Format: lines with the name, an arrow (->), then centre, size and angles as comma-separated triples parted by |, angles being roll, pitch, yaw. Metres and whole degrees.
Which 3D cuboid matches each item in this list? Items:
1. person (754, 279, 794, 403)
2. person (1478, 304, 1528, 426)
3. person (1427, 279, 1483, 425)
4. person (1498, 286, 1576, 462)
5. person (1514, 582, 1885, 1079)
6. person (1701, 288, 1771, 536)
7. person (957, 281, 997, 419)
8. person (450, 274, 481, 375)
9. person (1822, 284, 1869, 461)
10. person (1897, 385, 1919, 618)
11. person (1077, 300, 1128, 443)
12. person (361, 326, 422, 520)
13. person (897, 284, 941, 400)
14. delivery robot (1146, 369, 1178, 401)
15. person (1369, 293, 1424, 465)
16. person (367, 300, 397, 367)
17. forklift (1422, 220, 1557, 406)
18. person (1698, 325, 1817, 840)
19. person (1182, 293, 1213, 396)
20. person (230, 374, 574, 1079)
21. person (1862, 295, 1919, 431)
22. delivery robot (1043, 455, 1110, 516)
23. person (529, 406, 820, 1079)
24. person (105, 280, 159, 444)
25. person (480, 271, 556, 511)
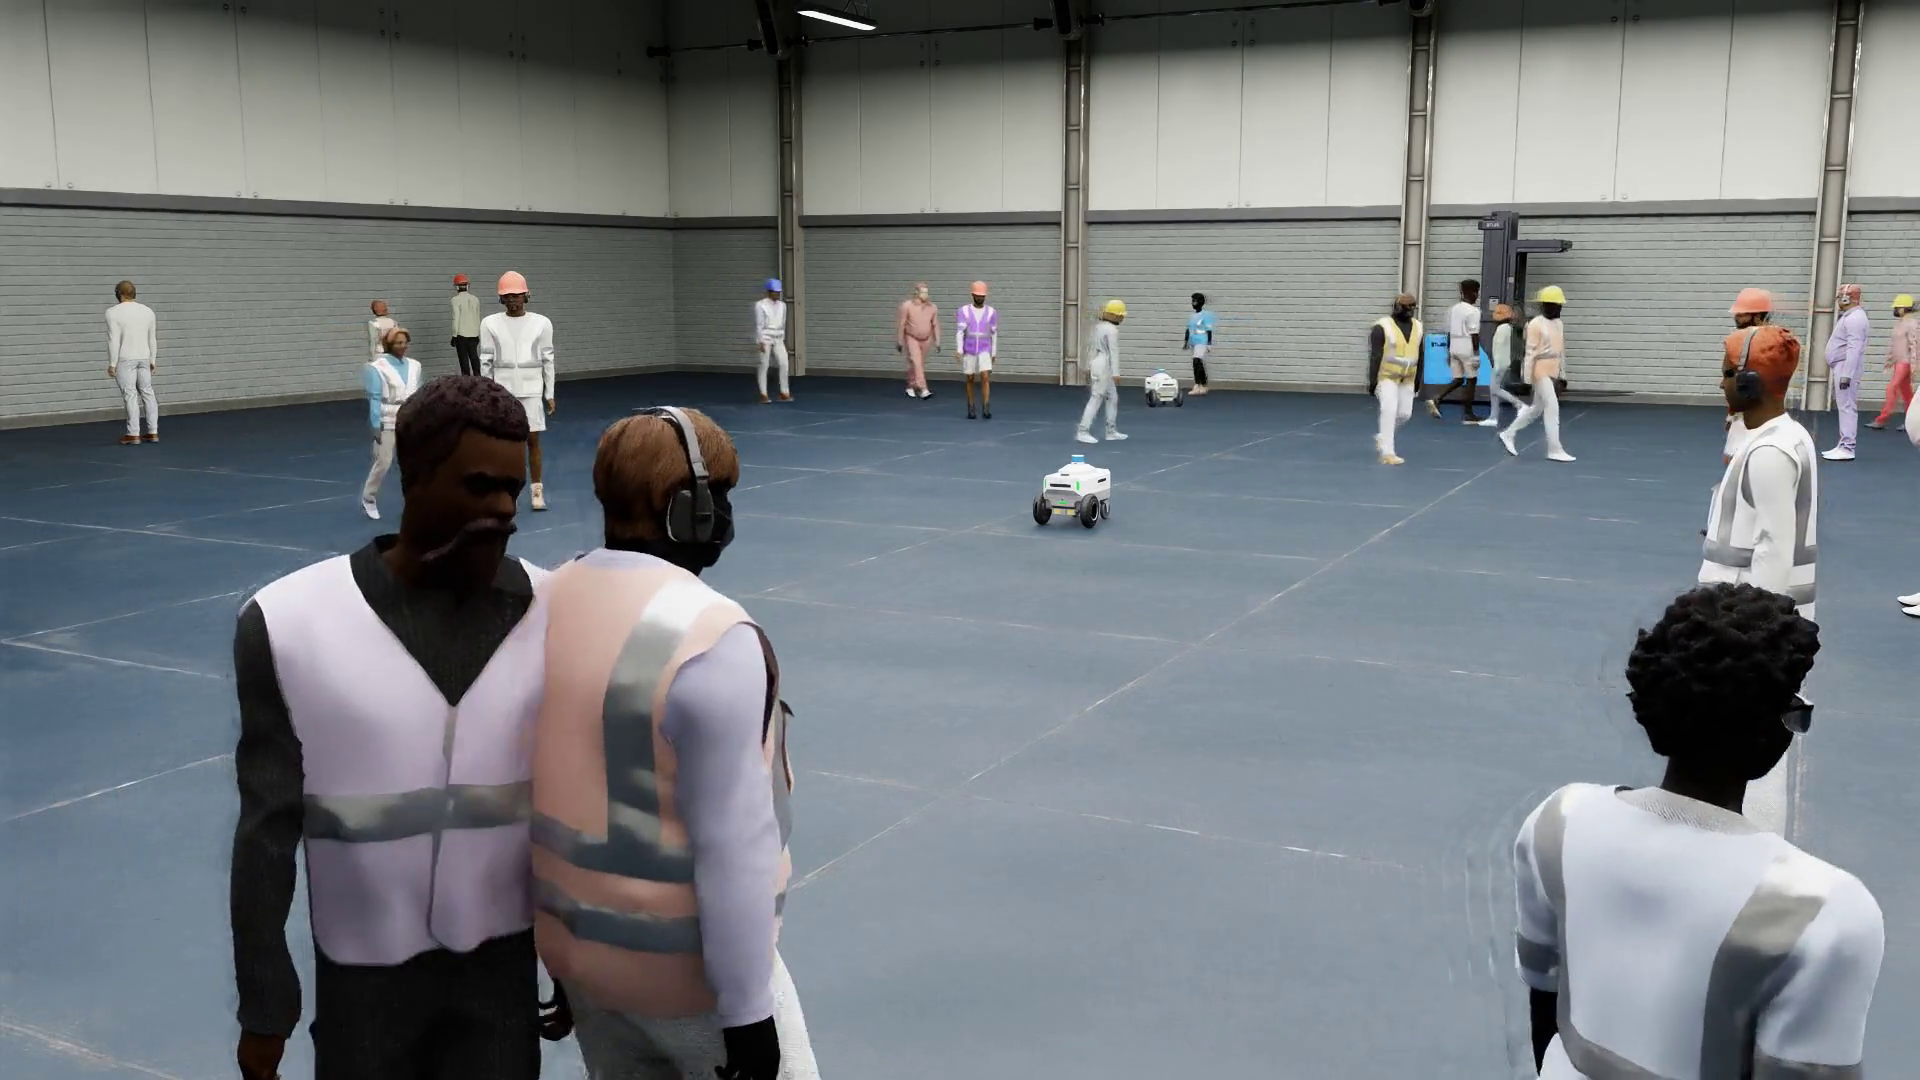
person -> -2.860, -3.053, 25.629 | 0.616, 1.915, 0.797 | -7, 12, -38
person -> 7.180, -2.300, 21.923 | 0.543, 1.614, 0.507 | 4, 10, 22
person -> 6.702, -2.521, 22.252 | 0.679, 1.944, 0.622 | -3, 10, -18
person -> 6.331, -1.831, 18.178 | 0.909, 1.897, 0.592 | 9, 13, 44
person -> 0.906, 0.875, 2.210 | 0.851, 1.661, 0.540 | -5, 11, -30
person -> 6.095, -0.958, 12.694 | 0.649, 1.923, 0.557 | 2, 9, 11
person -> 0.240, -2.601, 22.920 | 0.564, 1.890, 0.965 | -1, 9, -3
person -> -8.179, -3.389, 27.468 | 0.391, 1.990, 0.621 | 5, 10, 27
person -> 9.611, -1.823, 18.081 | 0.401, 1.904, 0.651 | 5, 10, 27
person -> 5.832, -0.495, 9.887 | 0.401, 1.906, 0.651 | 5, 10, 27
person -> 1.741, -2.005, 19.819 | 0.753, 1.698, 0.501 | -1, 9, -6
person -> -4.629, -0.943, 13.579 | 0.822, 1.607, 0.528 | 7, 11, 36
person -> -0.651, -3.180, 26.693 | 0.660, 1.843, 1.096 | -5, 11, -30
delivery robot -> 3.081, -2.364, 25.410 | 0.477, 0.478, 0.707 | -1, 9, -9
person -> 4.635, -1.736, 17.819 | 0.671, 1.819, 0.590 | -4, 10, -21
person -> -8.042, -2.520, 23.202 | 0.311, 1.636, 0.522 | 5, 10, 27
forklift -> 8.245, -3.527, 25.720 | 1.873, 2.768, 1.129 | 5, 10, 27
person -> 2.503, 0.268, 5.247 | 0.337, 1.881, 0.583 | 5, 10, 27
person -> 3.856, -3.203, 27.289 | 0.642, 1.675, 0.537 | -5, 10, -27
person -> -0.909, 0.664, 2.779 | 0.628, 1.893, 0.677 | -6, 11, -34
person -> 11.953, -2.259, 21.296 | 0.832, 1.731, 0.552 | 1, 9, 8
delivery robot -> 0.965, -0.457, 13.647 | 0.477, 0.478, 0.707 | 5, 10, 27
person -> -0.494, 0.687, 2.831 | 0.450, 1.825, 0.652 | -8, 12, -42
person -> -9.849, -2.118, 19.793 | 0.355, 1.937, 0.634 | 5, 10, 27
person -> -3.768, -1.262, 14.193 | 0.615, 2.041, 0.392 | -2, 9, -12
